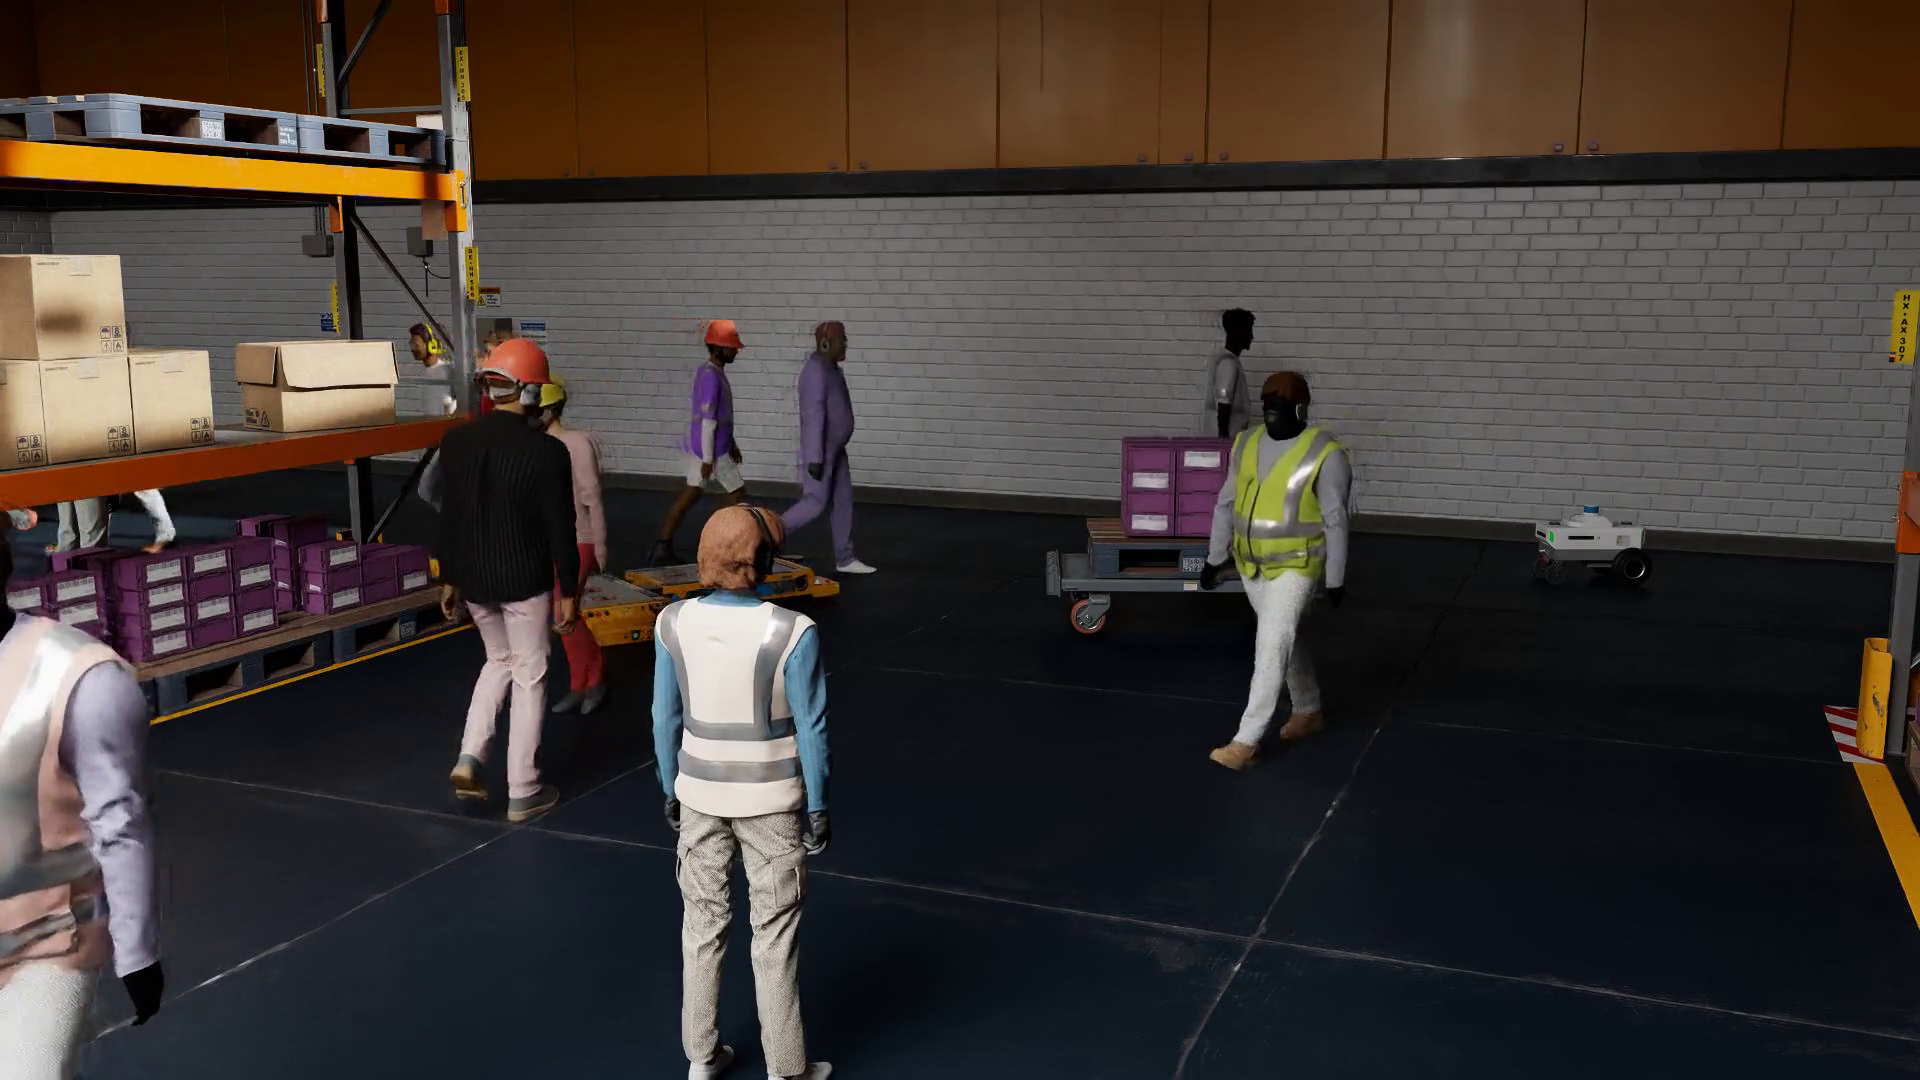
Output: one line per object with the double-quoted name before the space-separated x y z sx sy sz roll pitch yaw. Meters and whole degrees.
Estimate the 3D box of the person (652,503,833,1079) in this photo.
"person" -0.586 0.718 4.513 0.523 1.636 0.309 4 10 21

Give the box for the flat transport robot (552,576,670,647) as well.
"flat transport robot" -2.311 0.423 10.429 0.652 0.197 1.431 -6 11 -33

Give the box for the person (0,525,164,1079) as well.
"person" -1.955 0.842 3.219 0.650 1.814 0.768 2 10 11

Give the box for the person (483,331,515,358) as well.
"person" -3.285 -0.638 12.277 0.877 1.788 0.546 -6 11 -32

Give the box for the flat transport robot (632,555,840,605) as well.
"flat transport robot" -1.592 0.294 11.207 1.431 0.197 0.652 -6 11 -33

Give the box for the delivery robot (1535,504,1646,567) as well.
"delivery robot" 4.516 -0.014 11.934 0.707 0.478 0.477 0 9 0

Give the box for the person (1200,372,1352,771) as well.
"person" 1.471 0.117 7.713 0.977 1.795 0.627 -7 12 -38

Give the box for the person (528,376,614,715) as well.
"person" -2.012 0.025 8.368 0.546 1.743 0.415 7 12 38

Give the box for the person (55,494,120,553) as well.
"person" -5.412 -0.378 10.281 0.594 1.922 0.385 5 10 26

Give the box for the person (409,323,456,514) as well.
"person" -3.917 -0.719 12.593 0.423 1.849 0.546 -8 12 -41

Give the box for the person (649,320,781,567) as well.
"person" -1.875 -0.694 12.401 1.008 1.886 0.547 -3 10 -17

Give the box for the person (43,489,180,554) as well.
"person" -6.528 -0.763 12.746 1.031 1.883 0.639 -8 12 -41

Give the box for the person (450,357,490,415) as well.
"person" -3.414 -0.500 11.952 0.428 1.619 0.520 7 12 37

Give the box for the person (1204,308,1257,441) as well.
"person" 2.165 -0.829 12.973 0.692 1.943 0.627 0 9 1

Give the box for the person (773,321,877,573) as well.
"person" -1.074 -0.663 12.173 0.819 1.881 0.656 1 9 9

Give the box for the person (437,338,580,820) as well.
"person" -1.831 0.172 6.791 0.648 1.975 0.467 4 10 21
